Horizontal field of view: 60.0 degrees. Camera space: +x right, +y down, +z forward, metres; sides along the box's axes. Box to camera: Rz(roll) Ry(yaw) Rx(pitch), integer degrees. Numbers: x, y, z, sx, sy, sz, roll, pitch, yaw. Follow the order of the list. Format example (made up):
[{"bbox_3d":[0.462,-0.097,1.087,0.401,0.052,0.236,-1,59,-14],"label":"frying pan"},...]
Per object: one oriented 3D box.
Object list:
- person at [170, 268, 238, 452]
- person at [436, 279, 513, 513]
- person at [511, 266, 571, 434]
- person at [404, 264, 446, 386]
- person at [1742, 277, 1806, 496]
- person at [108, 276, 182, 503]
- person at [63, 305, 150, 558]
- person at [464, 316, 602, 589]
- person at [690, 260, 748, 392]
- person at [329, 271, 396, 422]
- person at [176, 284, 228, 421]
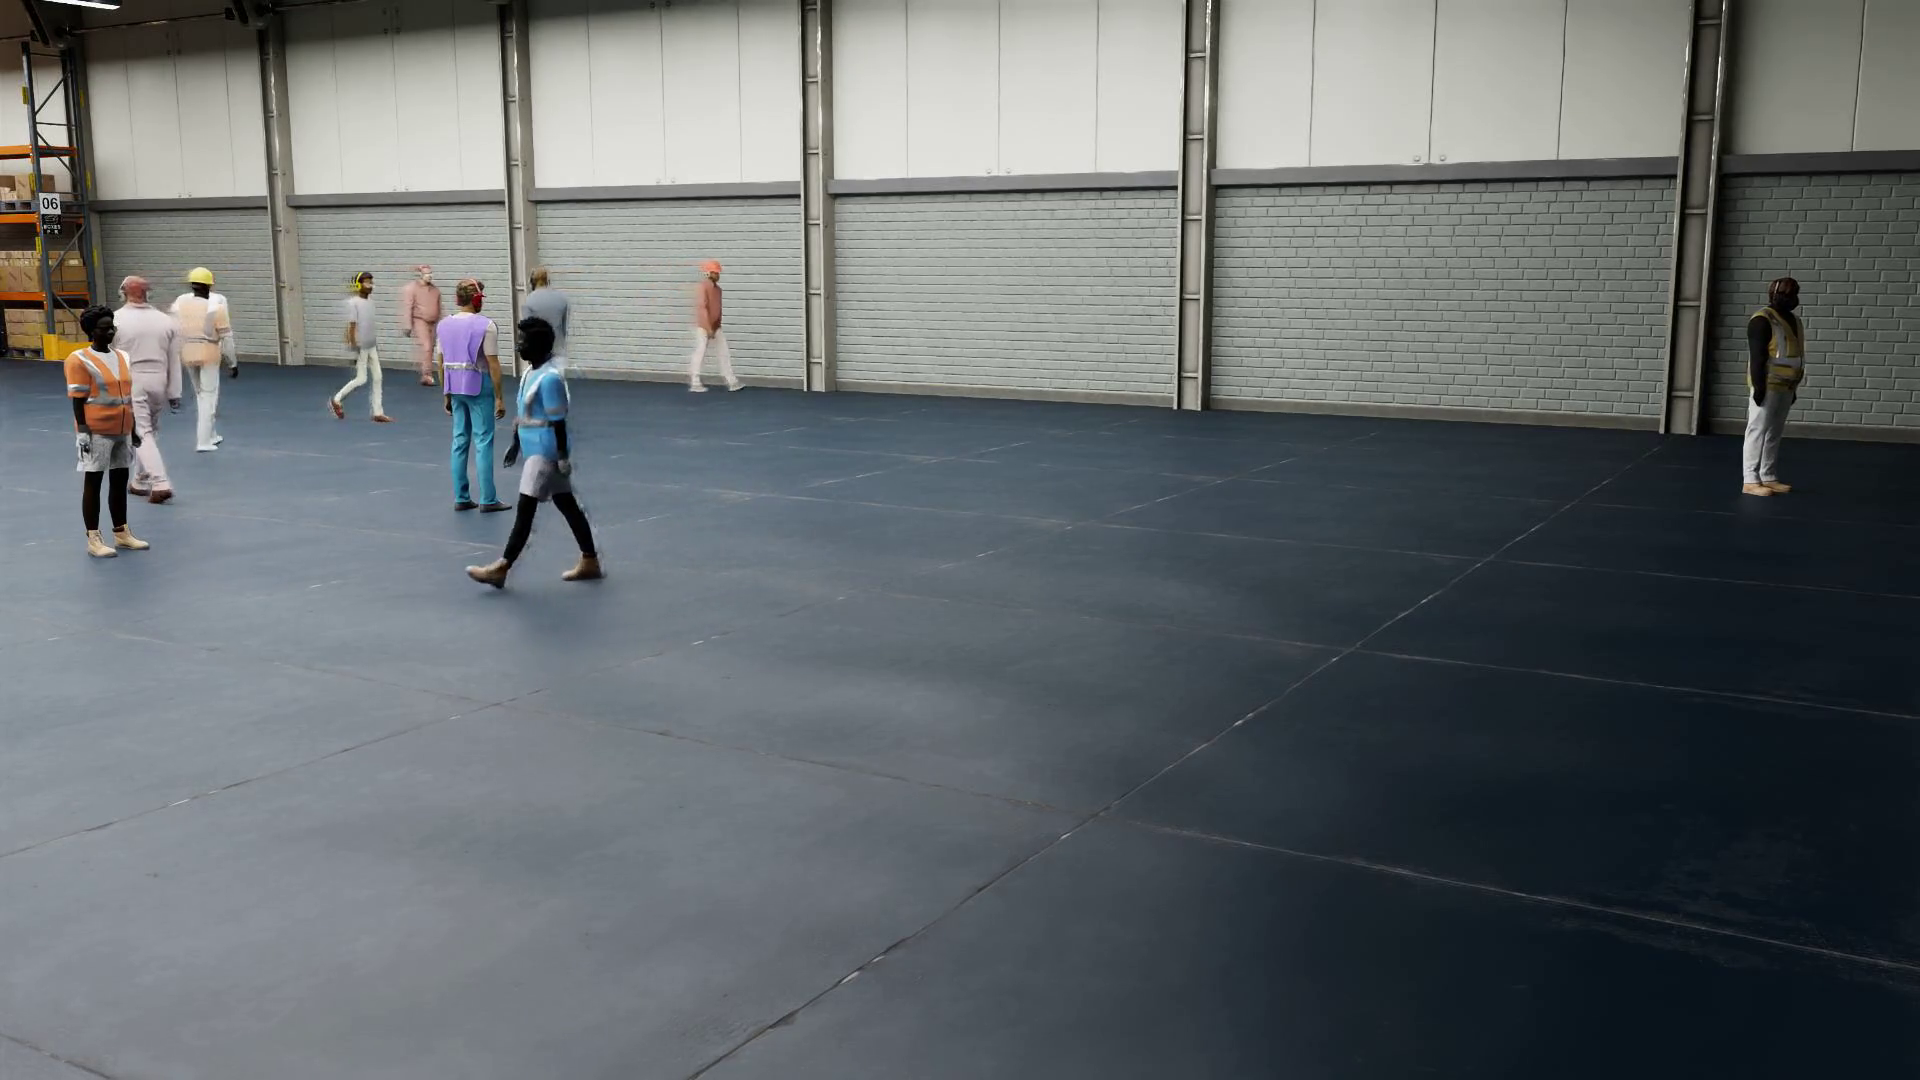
[{"bbox_3d":[-7.873,-1.889,17.424,0.610,1.891,0.870,1,10,4],"label":"person"},{"bbox_3d":[-3.860,-1.131,13.135,0.575,1.841,0.375,4,11,23],"label":"person"},{"bbox_3d":[-4.794,-2.163,19.030,0.951,1.897,0.654,9,13,44],"label":"person"},{"bbox_3d":[-8.223,-3.325,25.846,0.689,1.883,0.680,6,11,31],"label":"person"},{"bbox_3d":[6.933,-1.301,14.140,0.624,1.845,0.430,-7,12,-34],"label":"person"},{"bbox_3d":[-6.780,-1.240,13.746,0.977,1.866,0.649,7,12,35],"label":"person"},{"bbox_3d":[-5.780,-0.738,11.269,0.319,1.697,0.532,3,10,16],"label":"person"},{"bbox_3d":[-2.613,-0.531,10.175,0.873,1.651,0.541,-4,10,-22],"label":"person"},{"bbox_3d":[-3.614,-3.154,24.662,0.989,1.950,0.634,5,11,27],"label":"person"},{"bbox_3d":[-7.314,-2.342,20.258,0.761,1.845,0.516,3,10,15],"label":"person"},{"bbox_3d":[-9.379,-2.404,20.534,0.599,1.850,0.849,-8,12,-38],"label":"person"}]
